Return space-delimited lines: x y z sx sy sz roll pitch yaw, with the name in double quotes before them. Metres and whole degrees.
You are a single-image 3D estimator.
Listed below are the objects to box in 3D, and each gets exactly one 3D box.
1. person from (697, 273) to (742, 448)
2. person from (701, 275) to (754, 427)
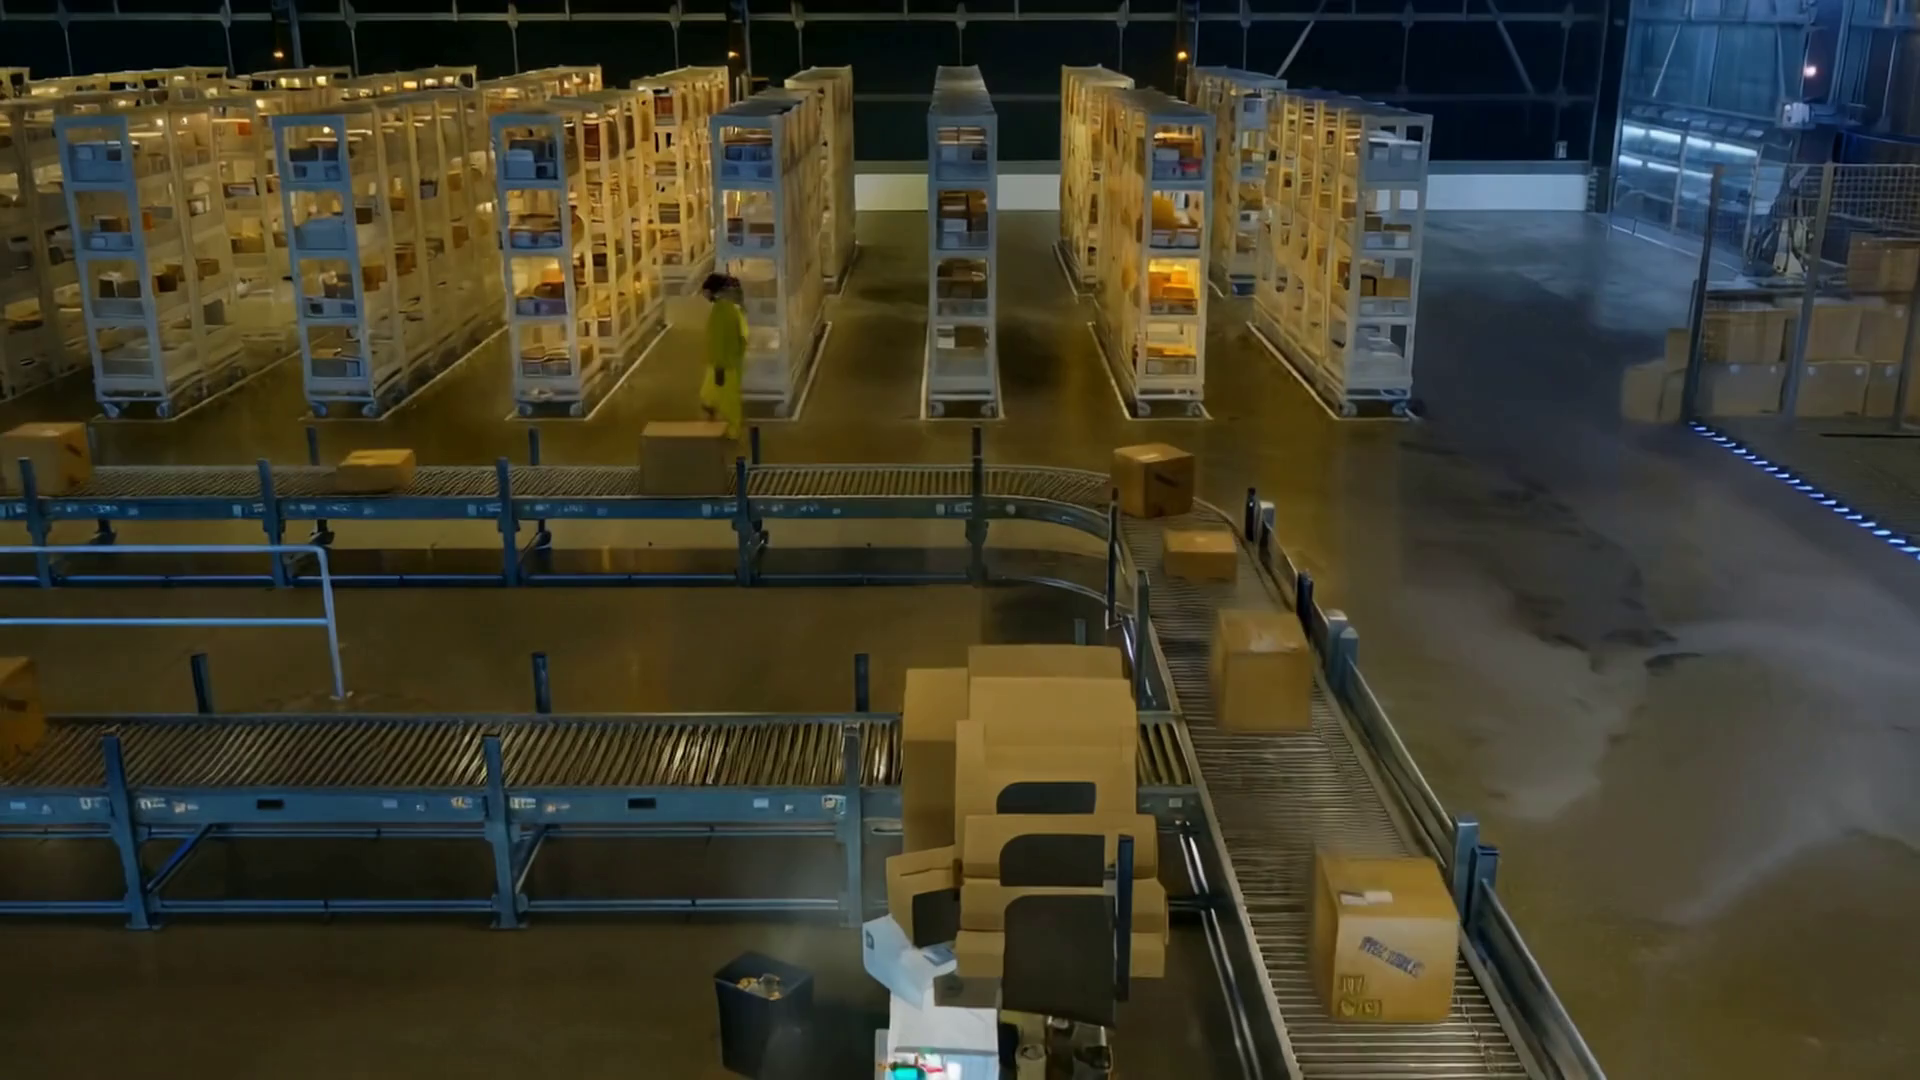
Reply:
"person" -2.723 -1.984 18.551 0.584 1.974 0.659 4 18 11
"person" -2.714 -2.194 19.451 0.510 1.820 0.596 2 18 6
